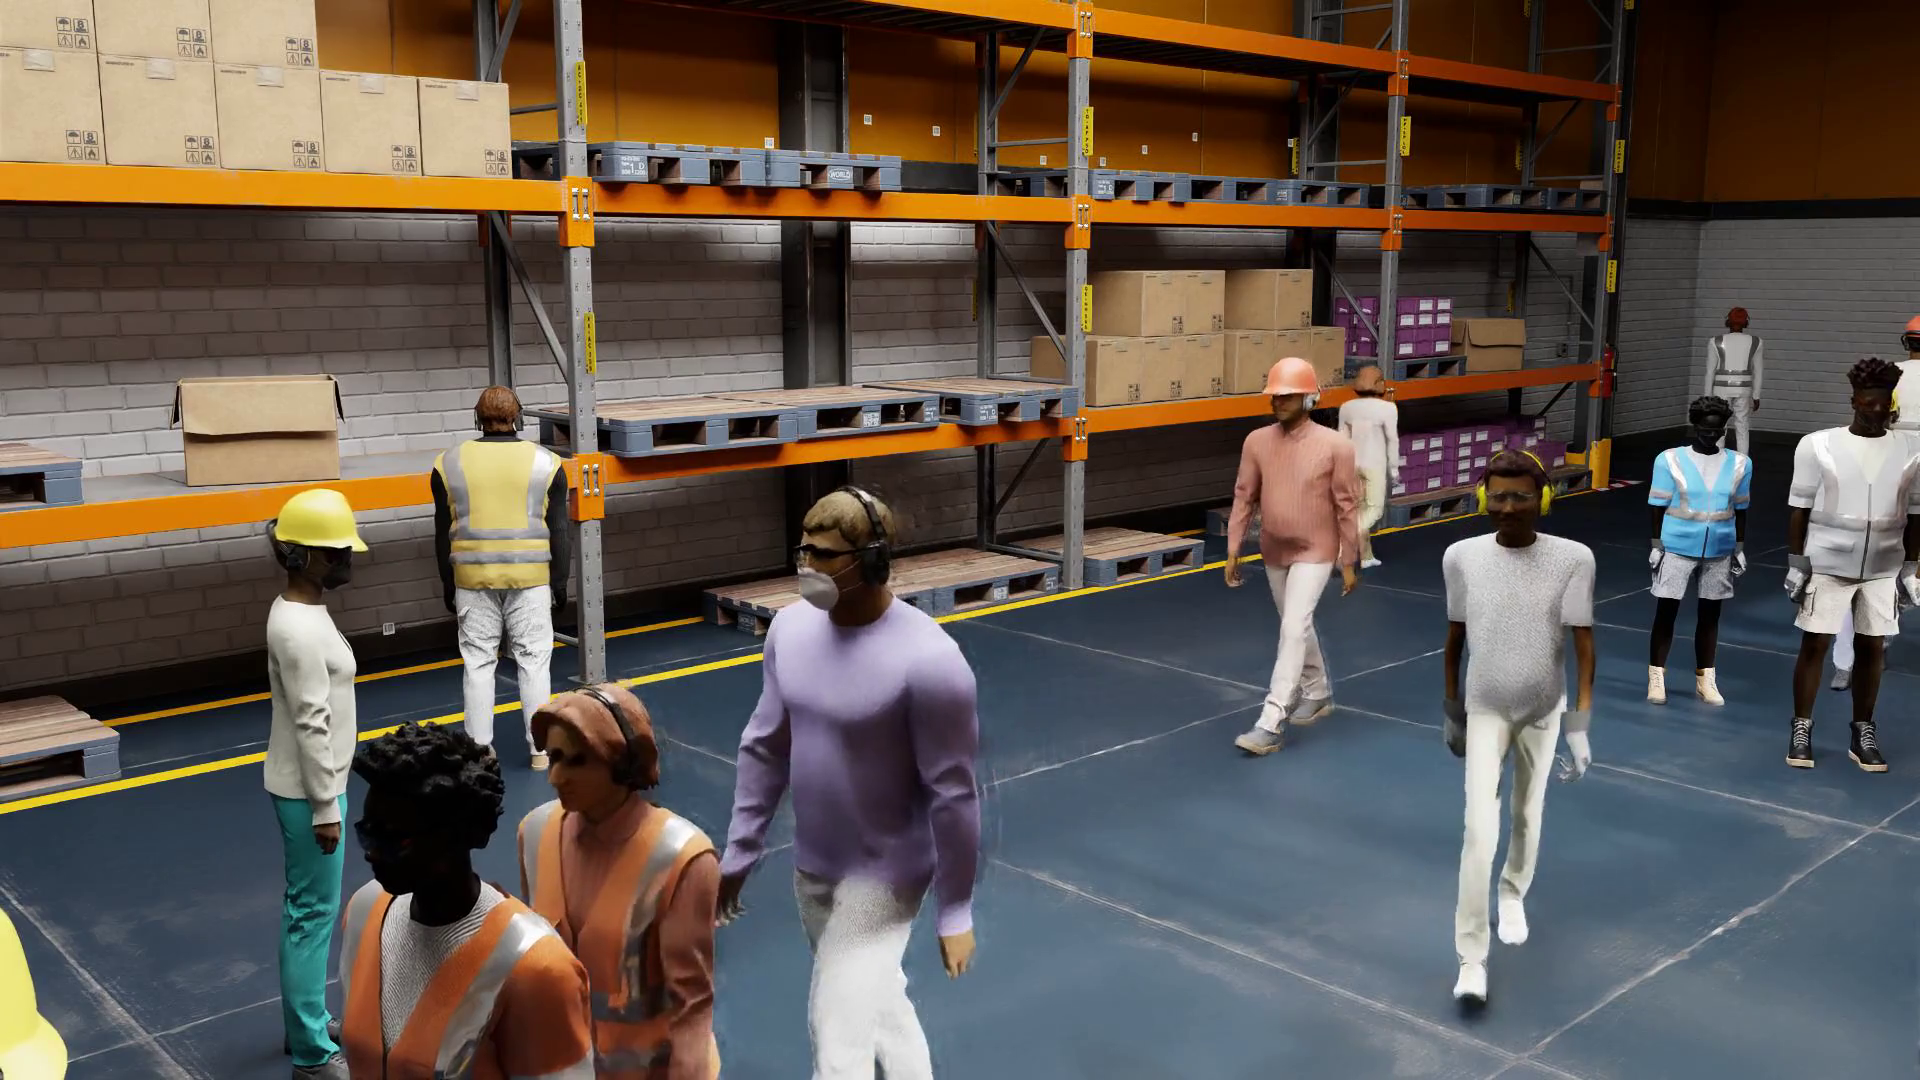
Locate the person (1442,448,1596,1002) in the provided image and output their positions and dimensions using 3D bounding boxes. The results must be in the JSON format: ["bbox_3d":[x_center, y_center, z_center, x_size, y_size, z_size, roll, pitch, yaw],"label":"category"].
[{"bbox_3d":[1.855,0.590,5.592,0.502,1.809,1.025,3,10,19],"label":"person"}]

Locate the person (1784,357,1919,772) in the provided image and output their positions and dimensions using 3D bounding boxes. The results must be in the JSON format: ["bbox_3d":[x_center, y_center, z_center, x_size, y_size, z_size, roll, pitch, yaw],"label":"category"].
[{"bbox_3d":[4.230,0.117,7.871,0.605,1.966,0.367,2,10,13],"label":"person"}]

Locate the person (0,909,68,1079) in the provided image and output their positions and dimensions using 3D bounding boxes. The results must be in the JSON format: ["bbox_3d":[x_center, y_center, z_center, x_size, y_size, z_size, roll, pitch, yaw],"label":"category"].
[{"bbox_3d":[-0.906,1.220,1.532,0.371,1.927,0.588,4,10,21],"label":"person"}]

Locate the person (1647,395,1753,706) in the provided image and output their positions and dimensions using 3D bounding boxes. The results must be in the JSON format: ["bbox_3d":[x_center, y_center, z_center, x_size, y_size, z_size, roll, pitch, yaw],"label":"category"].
[{"bbox_3d":[3.991,0.059,9.010,0.533,1.693,0.319,1,10,6],"label":"person"}]

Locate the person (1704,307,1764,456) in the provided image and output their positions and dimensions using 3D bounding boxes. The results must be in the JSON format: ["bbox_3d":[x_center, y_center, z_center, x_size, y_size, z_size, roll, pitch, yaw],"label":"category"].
[{"bbox_3d":[8.347,-1.569,17.981,0.585,1.882,0.337,2,10,13],"label":"person"}]

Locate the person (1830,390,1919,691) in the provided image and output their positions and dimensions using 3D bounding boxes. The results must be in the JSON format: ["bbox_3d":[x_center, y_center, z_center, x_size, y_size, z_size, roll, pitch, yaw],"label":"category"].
[{"bbox_3d":[5.234,-0.045,9.516,0.533,1.729,0.868,6,11,32],"label":"person"}]

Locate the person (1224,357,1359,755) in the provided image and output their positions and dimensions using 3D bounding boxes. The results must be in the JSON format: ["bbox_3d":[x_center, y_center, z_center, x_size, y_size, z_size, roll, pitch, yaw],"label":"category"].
[{"bbox_3d":[1.654,0.054,8.348,0.642,1.935,1.040,9,13,43],"label":"person"}]

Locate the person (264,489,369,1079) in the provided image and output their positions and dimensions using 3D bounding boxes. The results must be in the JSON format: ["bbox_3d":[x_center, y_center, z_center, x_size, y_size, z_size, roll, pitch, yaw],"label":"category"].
[{"bbox_3d":[-1.878,0.725,4.914,0.328,1.762,0.533,-4,11,-23],"label":"person"}]

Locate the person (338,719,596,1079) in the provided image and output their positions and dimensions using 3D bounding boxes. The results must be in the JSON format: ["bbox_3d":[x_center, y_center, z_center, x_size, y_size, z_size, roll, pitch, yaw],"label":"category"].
[{"bbox_3d":[-0.829,1.121,2.778,0.538,1.695,0.320,6,12,33],"label":"person"}]

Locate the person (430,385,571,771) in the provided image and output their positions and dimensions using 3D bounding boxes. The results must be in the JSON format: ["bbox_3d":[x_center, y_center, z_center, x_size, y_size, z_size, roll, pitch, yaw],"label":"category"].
[{"bbox_3d":[-2.149,0.190,7.855,0.618,1.836,0.431,-2,10,-12],"label":"person"}]

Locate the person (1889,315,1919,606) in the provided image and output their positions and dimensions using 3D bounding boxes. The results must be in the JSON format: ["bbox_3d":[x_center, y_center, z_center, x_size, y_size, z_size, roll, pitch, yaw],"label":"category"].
[{"bbox_3d":[6.672,-0.569,11.664,0.397,2.043,0.610,-8,13,-41],"label":"person"}]

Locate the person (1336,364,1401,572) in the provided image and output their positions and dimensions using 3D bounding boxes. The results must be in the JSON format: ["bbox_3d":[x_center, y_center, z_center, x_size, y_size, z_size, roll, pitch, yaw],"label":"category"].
[{"bbox_3d":[3.087,-0.541,12.763,0.683,1.610,0.502,-9,13,-41],"label":"person"}]

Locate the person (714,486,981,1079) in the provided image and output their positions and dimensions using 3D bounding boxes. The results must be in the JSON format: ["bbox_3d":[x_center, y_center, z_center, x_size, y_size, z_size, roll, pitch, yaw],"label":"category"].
[{"bbox_3d":[-0.307,0.825,3.975,0.765,1.921,0.644,-9,13,-41],"label":"person"}]

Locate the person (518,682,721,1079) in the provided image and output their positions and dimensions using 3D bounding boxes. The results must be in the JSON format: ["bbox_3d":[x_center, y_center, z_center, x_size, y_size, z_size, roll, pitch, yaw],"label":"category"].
[{"bbox_3d":[-0.713,1.093,3.193,0.524,1.616,0.734,5,11,26],"label":"person"}]
